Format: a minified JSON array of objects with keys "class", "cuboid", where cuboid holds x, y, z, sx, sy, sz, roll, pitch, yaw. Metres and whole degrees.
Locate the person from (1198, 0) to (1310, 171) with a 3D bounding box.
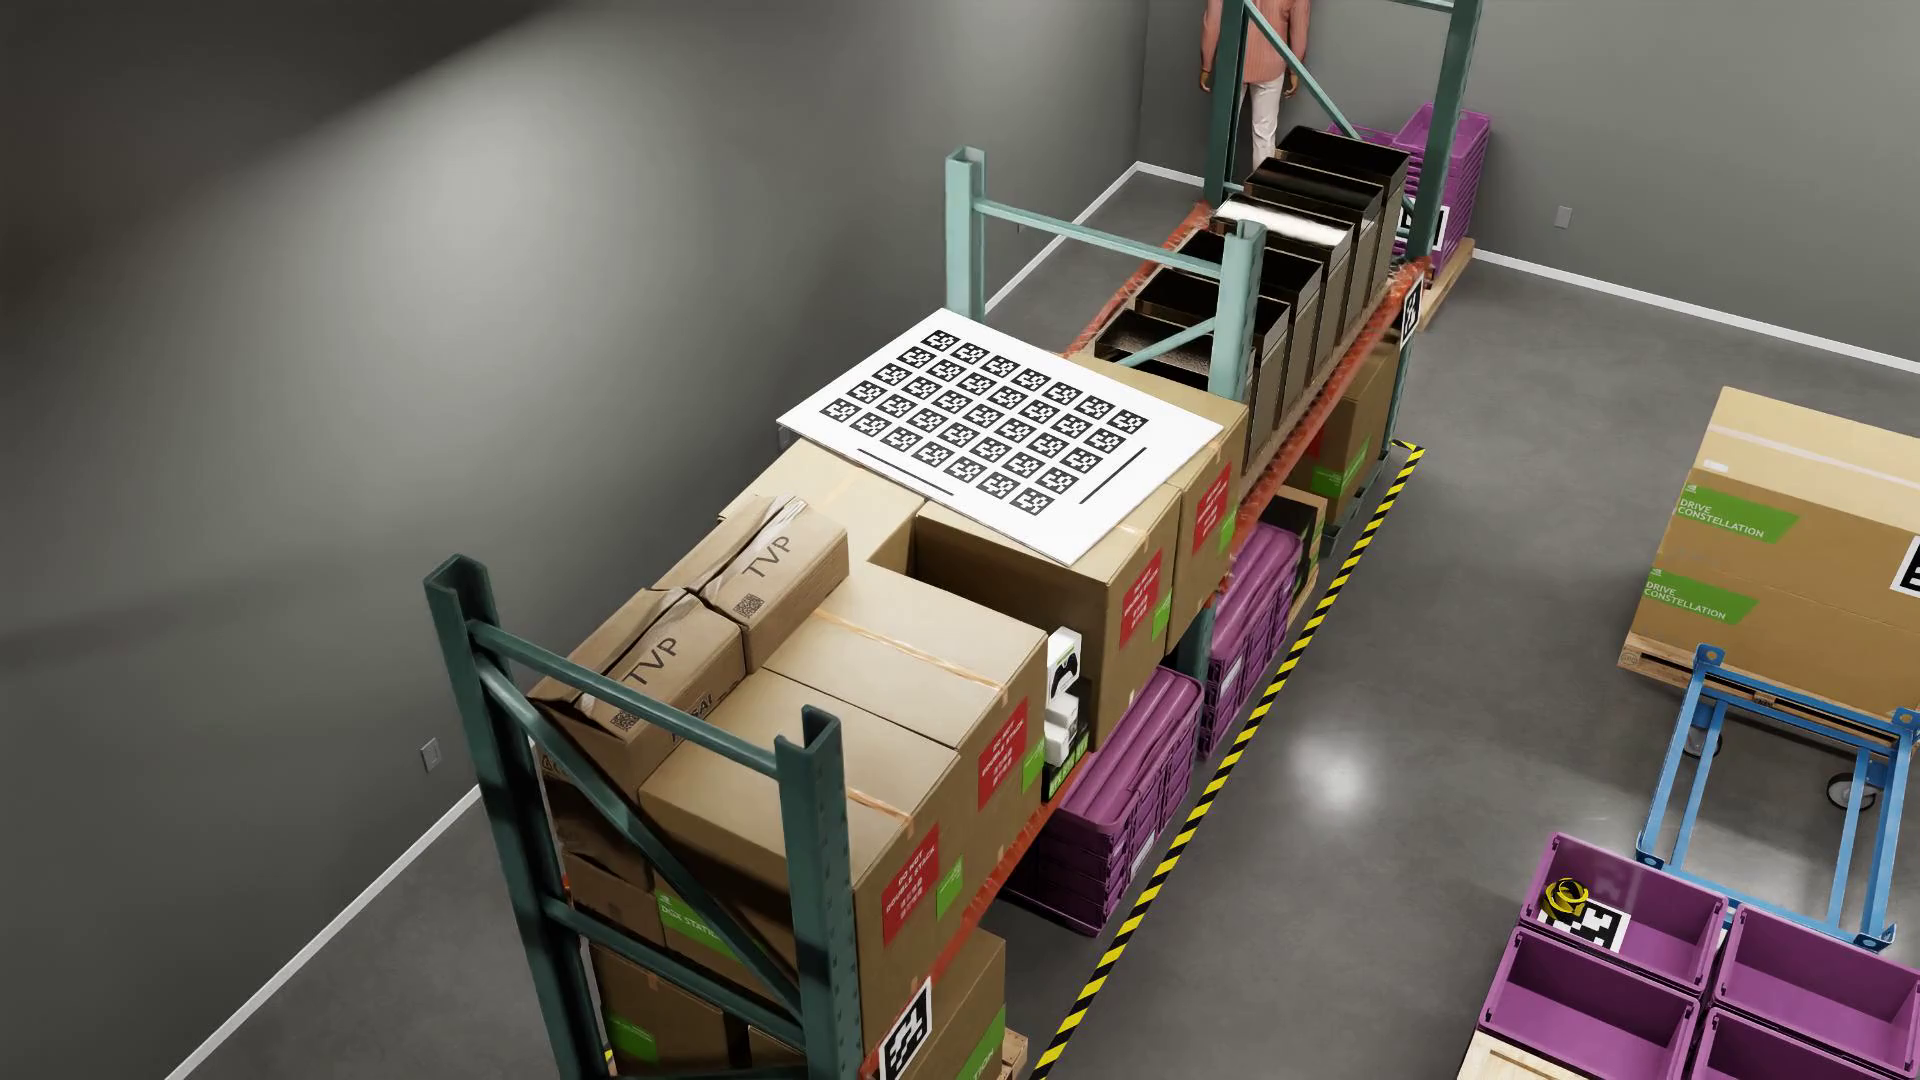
[{"class":"person","cuboid":[1.738,-2.840,9.938,0.625,1.992,0.386,4,40,5]}]
